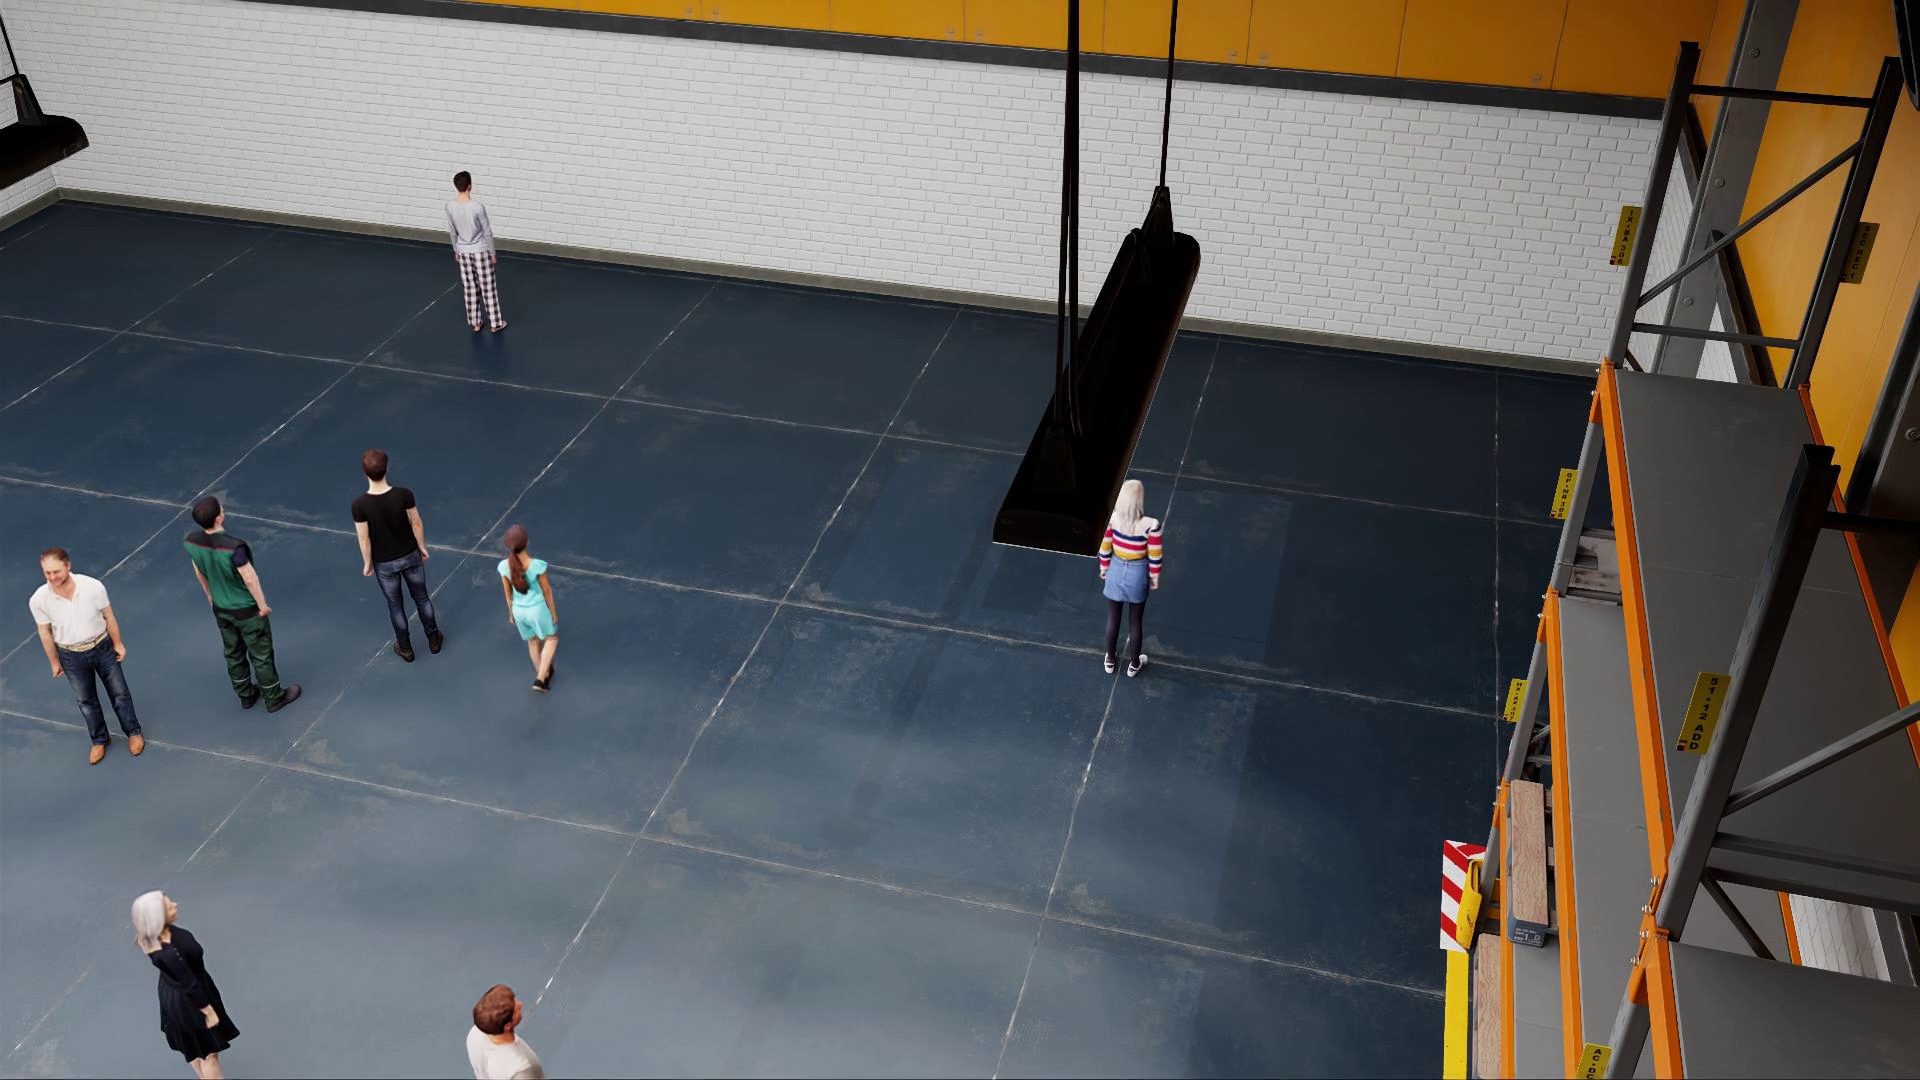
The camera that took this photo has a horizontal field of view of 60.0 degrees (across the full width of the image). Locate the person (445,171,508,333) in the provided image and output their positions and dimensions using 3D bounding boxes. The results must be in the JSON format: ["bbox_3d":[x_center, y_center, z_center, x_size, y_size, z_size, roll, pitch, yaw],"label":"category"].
[{"bbox_3d":[-5.363,-3.175,18.360,0.653,1.847,0.566,4,34,6],"label":"person"}]

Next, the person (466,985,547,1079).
[{"bbox_3d":[-2.348,3.087,8.887,0.750,1.905,0.740,26,42,33],"label":"person"}]

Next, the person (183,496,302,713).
[{"bbox_3d":[-5.565,0.492,12.795,0.672,1.901,0.560,9,35,14],"label":"person"}]

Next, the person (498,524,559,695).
[{"bbox_3d":[-3.351,0.586,12.968,0.632,1.554,0.804,2,34,4],"label":"person"}]

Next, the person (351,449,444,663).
[{"bbox_3d":[-4.519,0.134,13.338,0.755,1.896,0.799,-15,37,-22],"label":"person"}]

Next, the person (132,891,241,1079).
[{"bbox_3d":[-4.460,2.681,9.642,0.690,1.747,0.710,28,42,35],"label":"person"}]

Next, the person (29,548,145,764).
[{"bbox_3d":[-6.477,0.812,12.358,0.749,1.853,0.766,-12,35,-17],"label":"person"}]

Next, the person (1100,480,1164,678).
[{"bbox_3d":[1.330,0.292,13.179,0.665,1.809,0.524,11,35,16],"label":"person"}]
